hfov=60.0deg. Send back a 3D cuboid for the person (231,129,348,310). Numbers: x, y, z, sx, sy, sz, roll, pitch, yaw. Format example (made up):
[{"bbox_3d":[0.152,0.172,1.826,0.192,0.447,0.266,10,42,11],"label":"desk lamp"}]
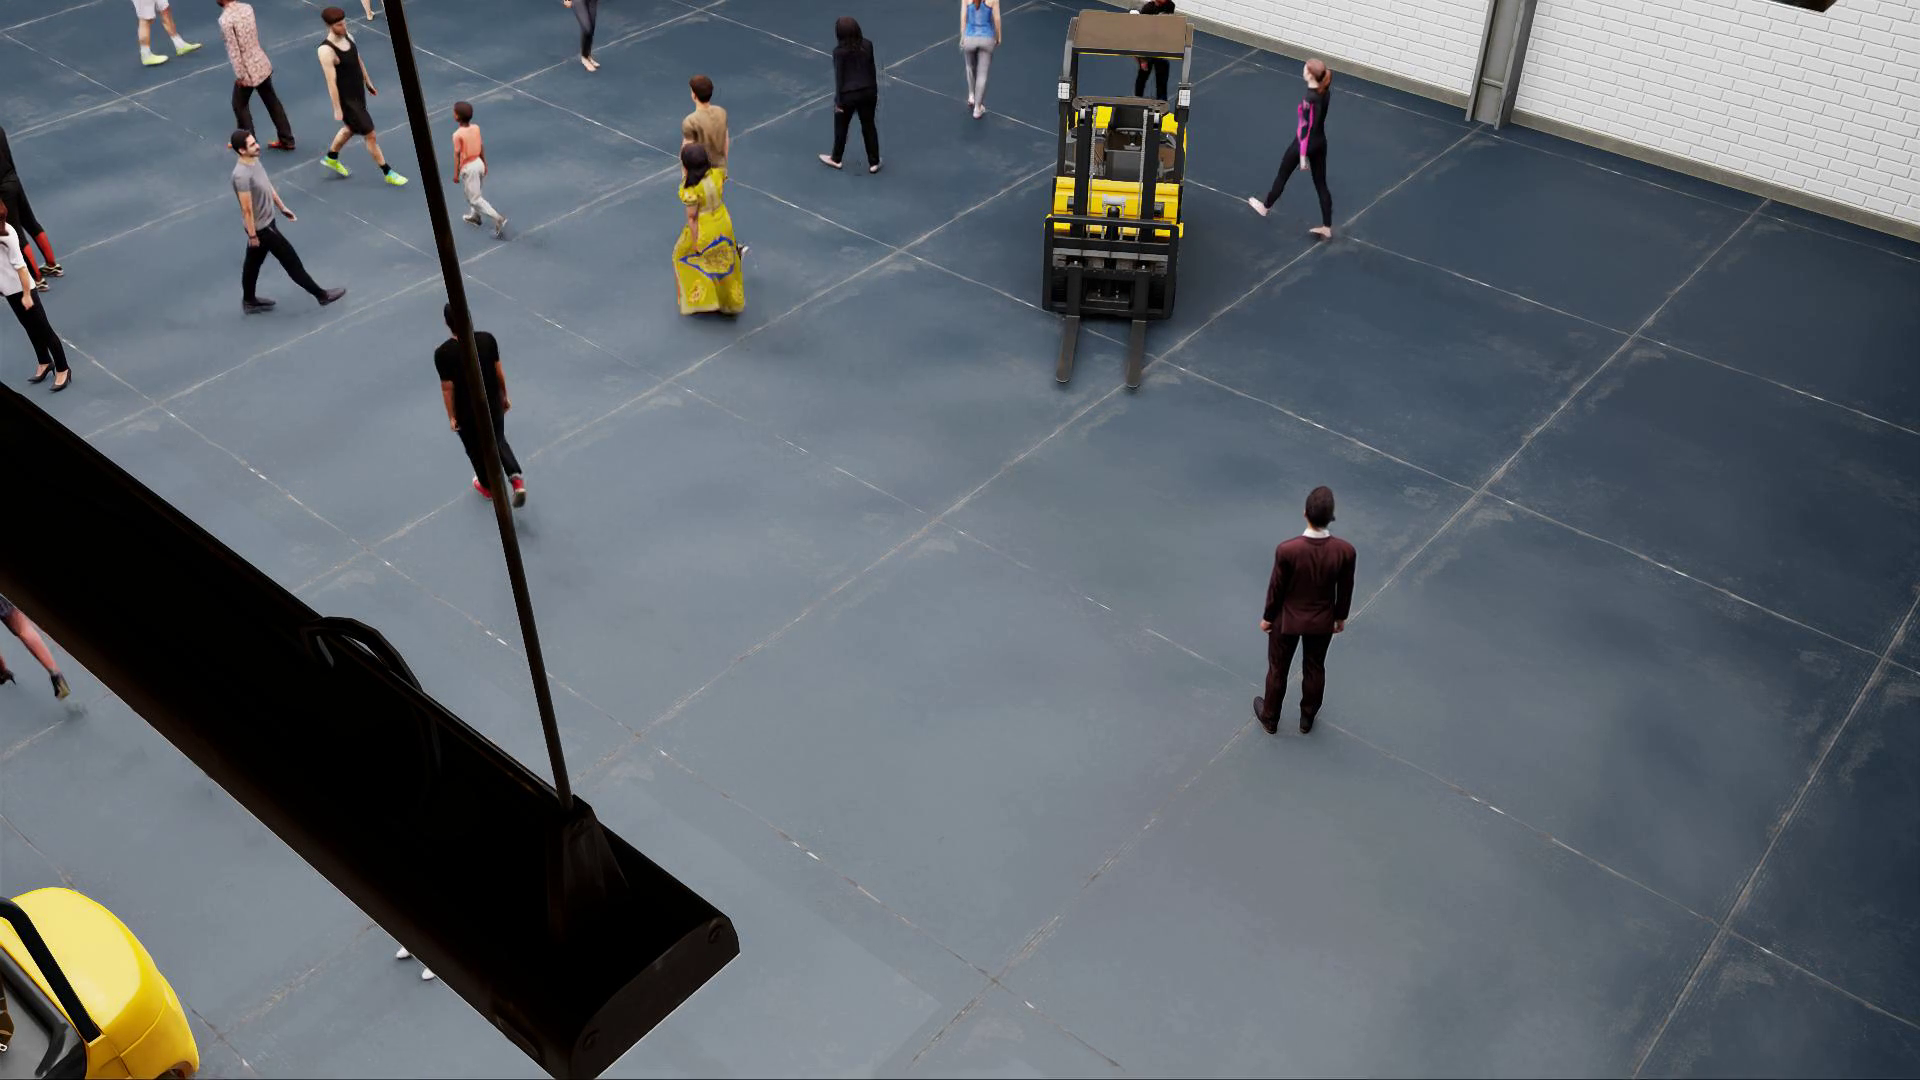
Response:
[{"bbox_3d":[-6.179,-2.739,14.514,1.097,1.698,1.165,-10,40,-12],"label":"person"}]

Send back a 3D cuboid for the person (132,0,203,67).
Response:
[{"bbox_3d":[-9.349,-6.250,18.821,0.899,1.810,0.958,-19,42,-22],"label":"person"}]

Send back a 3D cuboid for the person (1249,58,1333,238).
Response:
[{"bbox_3d":[3.354,-3.635,15.643,0.709,1.689,1.184,-28,46,-30],"label":"person"}]

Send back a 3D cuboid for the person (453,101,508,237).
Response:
[{"bbox_3d":[-4.602,-3.513,15.805,0.889,1.296,0.601,19,42,22],"label":"person"}]

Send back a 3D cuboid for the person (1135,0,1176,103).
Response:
[{"bbox_3d":[2.019,-5.193,17.643,0.964,1.627,1.166,-12,40,-15],"label":"person"}]

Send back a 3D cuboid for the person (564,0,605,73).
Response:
[{"bbox_3d":[-4.339,-6.206,18.809,0.611,1.755,0.618,27,46,30],"label":"person"}]

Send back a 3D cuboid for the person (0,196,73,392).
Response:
[{"bbox_3d":[-7.671,-2.047,13.569,0.488,1.795,0.688,22,44,26],"label":"person"}]

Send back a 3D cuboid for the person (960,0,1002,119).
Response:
[{"bbox_3d":[0.190,-5.310,17.821,0.881,1.587,0.877,6,39,7],"label":"person"}]

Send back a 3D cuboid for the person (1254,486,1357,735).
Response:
[{"bbox_3d":[2.144,0.468,10.366,0.759,1.863,0.836,-1,39,-1],"label":"person"}]

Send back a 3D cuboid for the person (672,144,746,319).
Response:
[{"bbox_3d":[-2.120,-2.632,14.423,0.731,1.642,0.760,27,46,30],"label":"person"}]

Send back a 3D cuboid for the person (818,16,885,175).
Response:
[{"bbox_3d":[-1.018,-4.469,16.760,0.829,1.597,0.832,-21,43,-24],"label":"person"}]

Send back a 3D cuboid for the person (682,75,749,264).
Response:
[{"bbox_3d":[-2.247,-3.289,15.090,1.043,1.839,0.701,26,45,28],"label":"person"}]

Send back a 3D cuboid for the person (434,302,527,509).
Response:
[{"bbox_3d":[-3.520,-0.945,12.233,0.766,1.740,1.019,-26,45,-29],"label":"person"}]

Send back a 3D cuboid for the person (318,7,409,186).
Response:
[{"bbox_3d":[-6.103,-4.374,16.437,1.307,1.853,1.163,2,39,3],"label":"person"}]

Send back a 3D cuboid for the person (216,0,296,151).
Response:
[{"bbox_3d":[-7.190,-4.805,17.034,1.061,1.781,0.959,9,39,11],"label":"person"}]

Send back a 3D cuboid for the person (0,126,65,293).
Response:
[{"bbox_3d":[-8.527,-3.100,14.880,0.716,1.804,0.693,3,39,4],"label":"person"}]
